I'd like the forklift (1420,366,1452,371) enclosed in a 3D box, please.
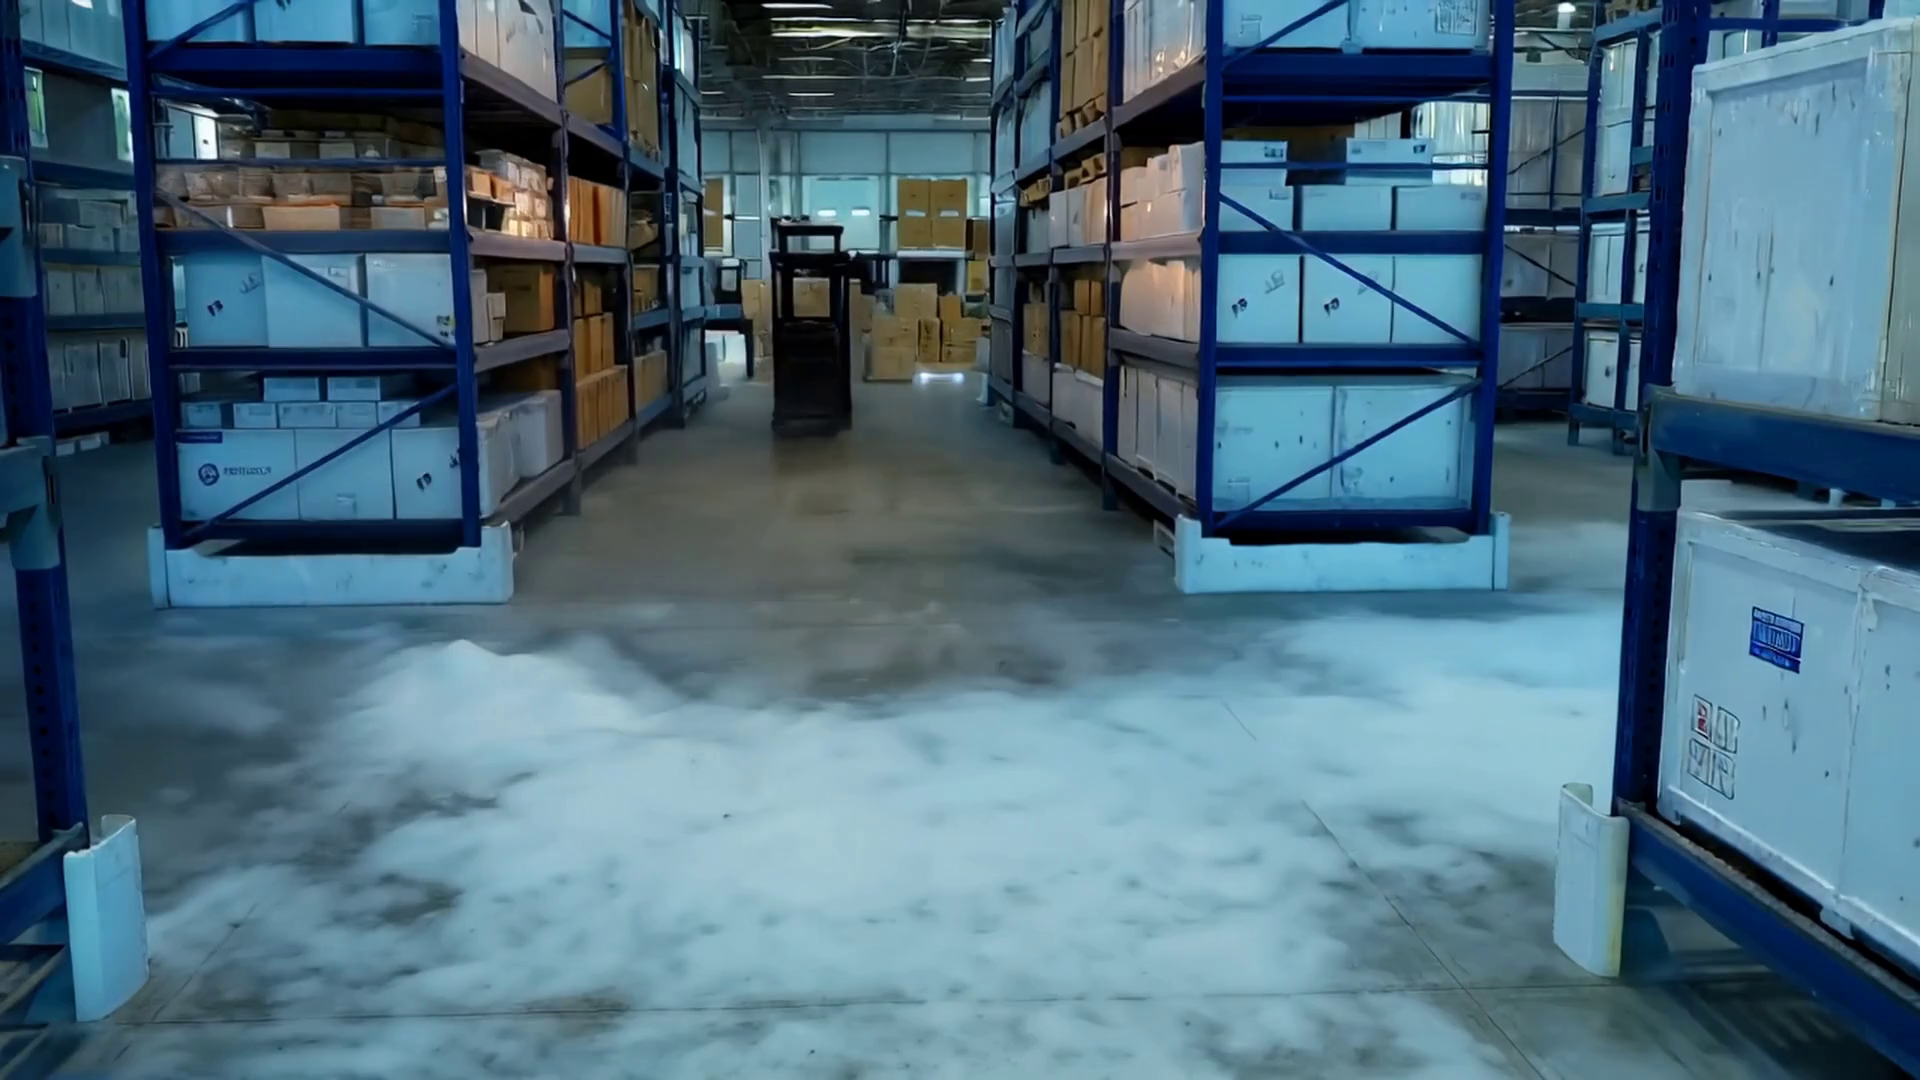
[{"bbox_3d":[5.165,-2.515,20.121,1.129,2.768,1.873,-1,9,-4],"label":"forklift"}]

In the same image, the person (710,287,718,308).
[{"bbox_3d":[-9.192,-8.605,62.084,0.557,1.683,0.386,-2,9,-12],"label":"person"}]

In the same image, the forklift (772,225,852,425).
[{"bbox_3d":[-2.119,-3.098,23.783,1.129,2.768,1.873,-1,9,-4],"label":"forklift"}]

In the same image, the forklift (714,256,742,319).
[{"bbox_3d":[-8.560,-9.153,61.804,1.129,2.768,1.873,-1,9,-4],"label":"forklift"}]

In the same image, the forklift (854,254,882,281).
[{"bbox_3d":[-3.133,-8.342,56.712,1.129,2.768,1.873,-6,11,-32],"label":"forklift"}]

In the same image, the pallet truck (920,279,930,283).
[{"bbox_3d":[-0.932,-8.922,63.114,1.885,1.965,0.823,2,9,13],"label":"pallet truck"}]
